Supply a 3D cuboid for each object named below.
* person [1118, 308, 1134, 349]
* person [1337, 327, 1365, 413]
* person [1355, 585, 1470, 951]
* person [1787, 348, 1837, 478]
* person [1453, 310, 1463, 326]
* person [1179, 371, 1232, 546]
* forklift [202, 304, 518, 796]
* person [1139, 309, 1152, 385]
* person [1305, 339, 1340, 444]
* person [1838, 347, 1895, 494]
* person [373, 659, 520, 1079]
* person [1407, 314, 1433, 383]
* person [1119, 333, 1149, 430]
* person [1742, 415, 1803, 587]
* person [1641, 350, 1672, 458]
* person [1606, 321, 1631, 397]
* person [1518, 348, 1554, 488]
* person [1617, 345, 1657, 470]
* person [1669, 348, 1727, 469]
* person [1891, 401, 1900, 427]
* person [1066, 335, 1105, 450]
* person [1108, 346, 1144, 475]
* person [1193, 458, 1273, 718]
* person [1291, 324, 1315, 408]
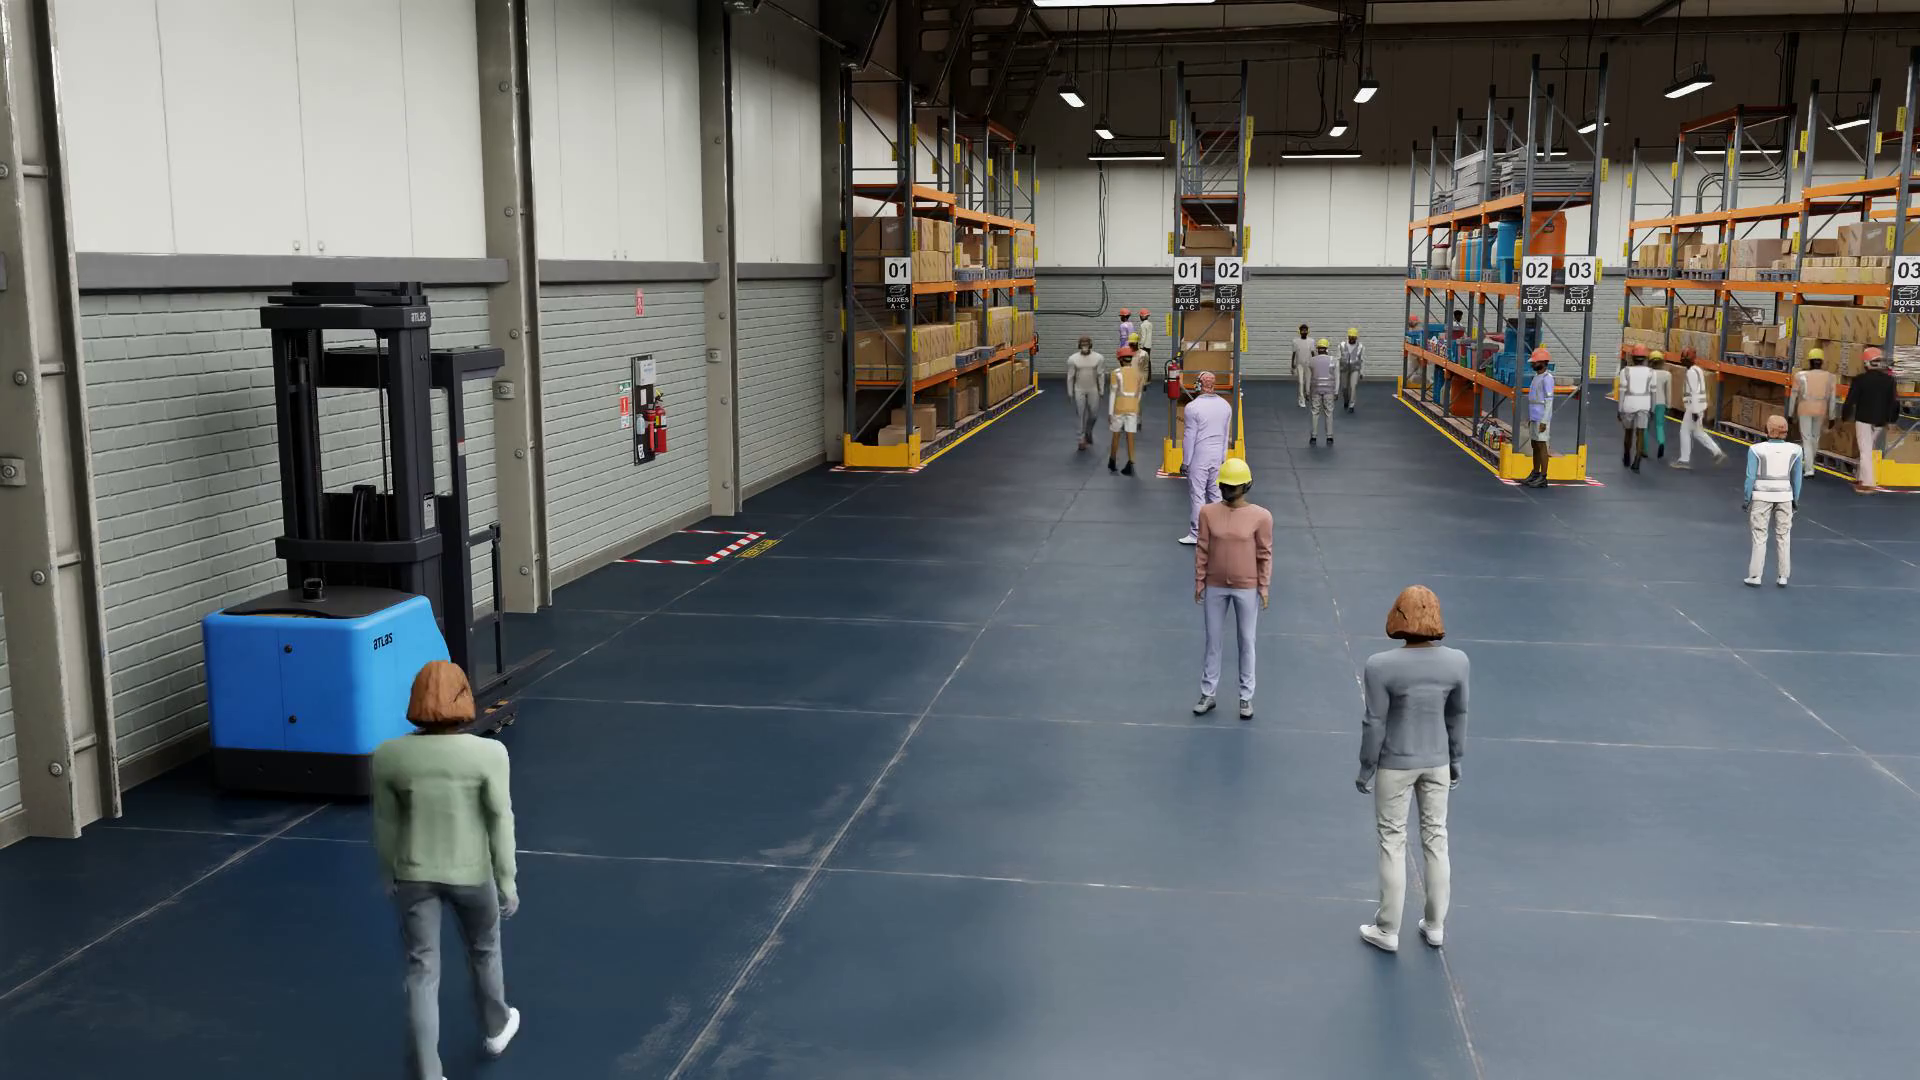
[{"bbox_3d":[4.239,-4.928,42.751,0.397,2.043,0.609,5,11,31],"label":"person"},{"bbox_3d":[8.362,-3.650,35.589,0.600,1.808,0.697,3,10,21],"label":"person"},{"bbox_3d":[2.005,1.009,7.392,0.507,1.632,0.274,-2,9,-12],"label":"person"},{"bbox_3d":[12.498,-1.867,24.403,0.590,1.877,0.993,2,9,10],"label":"person"},{"bbox_3d":[13.282,-5.183,44.578,0.369,1.960,0.604,-3,10,-20],"label":"person"},{"bbox_3d":[2.676,-0.901,18.335,0.645,1.908,0.408,-7,11,-35],"label":"person"},{"bbox_3d":[-3.673,-0.038,10.147,1.129,2.768,1.873,1,9,9],"label":"forklift"},{"bbox_3d":[4.898,-5.132,44.159,0.389,1.992,0.625,5,10,27],"label":"person"},{"bbox_3d":[6.332,-2.601,29.083,0.588,1.822,0.403,2,9,13],"label":"person"},{"bbox_3d":[12.328,-1.646,22.738,0.644,1.960,0.865,-1,9,-9],"label":"person"},{"bbox_3d":[-1.879,1.222,6.171,0.526,1.599,0.775,0,9,-3],"label":"person"},{"bbox_3d":[11.151,-4.497,40.378,0.875,1.964,0.630,2,9,14],"label":"person"},{"bbox_3d":[3.280,-3.011,31.568,0.590,1.835,0.404,4,10,21],"label":"person"},{"bbox_3d":[7.752,-0.370,15.884,0.523,1.638,0.311,1,9,7],"label":"person"},{"bbox_3d":[11.186,-2.180,26.758,0.531,1.742,0.759,1,9,8],"label":"person"},{"bbox_3d":[15.977,-4.305,39.633,0.890,1.815,0.613,2,9,10],"label":"person"},{"bbox_3d":[8.069,-1.711,23.239,0.363,1.935,0.551,0,9,-1],"label":"person"},{"bbox_3d":[10.314,-2.028,25.349,0.560,1.887,1.018,3,10,17],"label":"person"},{"bbox_3d":[11.318,-2.006,25.367,0.750,1.853,0.591,6,11,33],"label":"person"},{"bbox_3d":[17.906,-3.085,31.944,0.604,1.878,0.893,4,10,21],"label":"person"},{"bbox_3d":[2.119,-2.493,28.103,0.652,1.923,0.482,0,9,-1],"label":"person"},{"bbox_3d":[2.464,-1.939,24.844,0.570,1.881,0.868,-2,9,-12],"label":"person"},{"bbox_3d":[1.837,0.321,11.249,0.523,1.763,0.329,4,10,22],"label":"person"},{"bbox_3d":[7.601,-3.865,36.820,0.527,1.845,0.796,0,9,-1],"label":"person"}]
